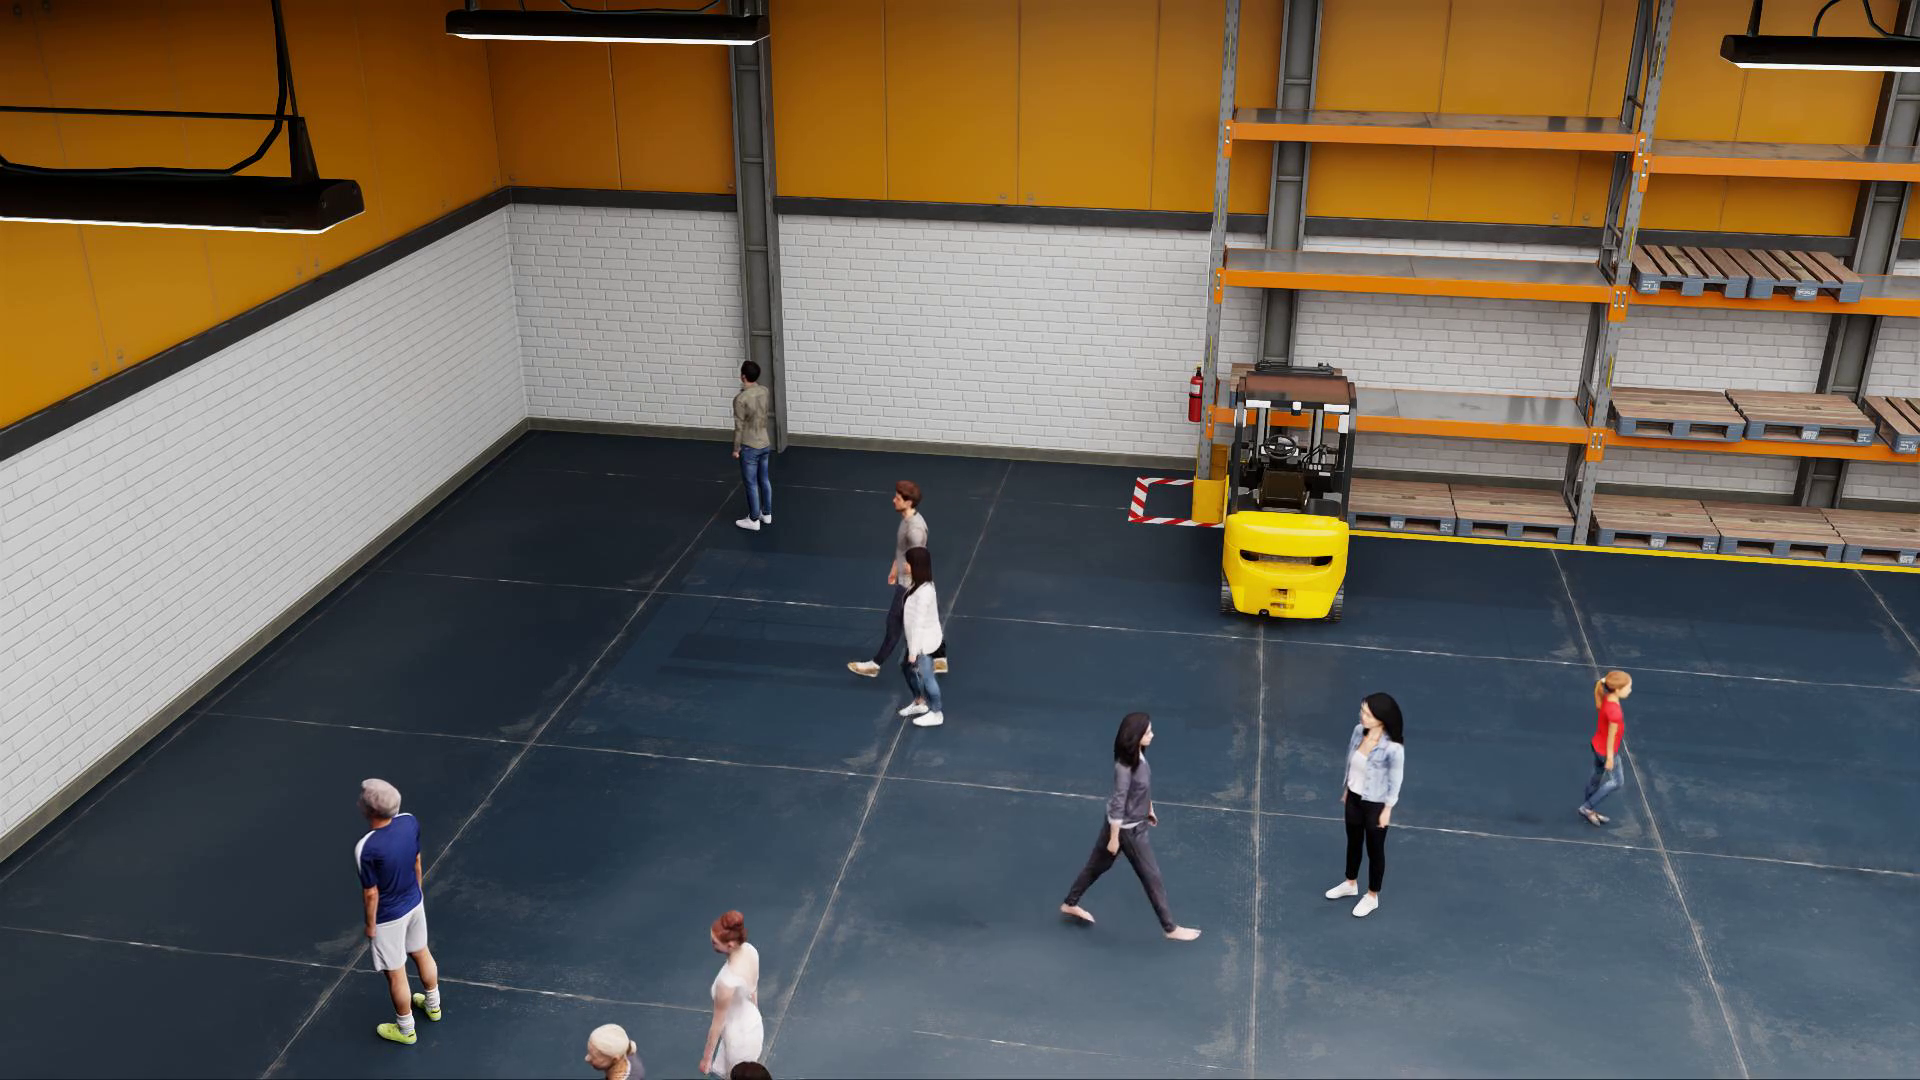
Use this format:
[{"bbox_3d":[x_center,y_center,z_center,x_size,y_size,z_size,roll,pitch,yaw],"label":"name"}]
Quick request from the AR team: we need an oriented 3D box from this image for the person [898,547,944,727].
[{"bbox_3d":[-0.233,0.818,13.881,0.698,1.625,0.700,-4,24,-9],"label":"person"}]

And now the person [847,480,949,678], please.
[{"bbox_3d":[-0.326,0.380,14.600,1.208,1.852,0.885,-2,24,-5],"label":"person"}]

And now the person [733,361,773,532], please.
[{"bbox_3d":[-2.200,-1.017,17.781,0.742,1.866,0.782,14,27,30],"label":"person"}]

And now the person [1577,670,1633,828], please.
[{"bbox_3d":[4.810,1.572,12.555,0.506,1.306,0.492,4,24,8],"label":"person"}]

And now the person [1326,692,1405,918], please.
[{"bbox_3d":[2.835,1.805,11.515,0.736,1.713,0.684,-14,27,-29],"label":"person"}]

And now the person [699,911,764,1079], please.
[{"bbox_3d":[-1.112,2.794,9.163,0.579,1.785,0.569,4,24,9],"label":"person"}]

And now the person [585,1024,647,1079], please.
[{"bbox_3d":[-1.589,3.153,8.459,1.149,1.691,0.815,-1,24,-3],"label":"person"}]

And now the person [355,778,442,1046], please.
[{"bbox_3d":[-3.493,2.271,10.289,0.650,1.840,0.691,11,26,23],"label":"person"}]

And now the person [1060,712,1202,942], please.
[{"bbox_3d":[1.025,1.937,11.218,1.197,1.708,0.621,5,24,11],"label":"person"}]
